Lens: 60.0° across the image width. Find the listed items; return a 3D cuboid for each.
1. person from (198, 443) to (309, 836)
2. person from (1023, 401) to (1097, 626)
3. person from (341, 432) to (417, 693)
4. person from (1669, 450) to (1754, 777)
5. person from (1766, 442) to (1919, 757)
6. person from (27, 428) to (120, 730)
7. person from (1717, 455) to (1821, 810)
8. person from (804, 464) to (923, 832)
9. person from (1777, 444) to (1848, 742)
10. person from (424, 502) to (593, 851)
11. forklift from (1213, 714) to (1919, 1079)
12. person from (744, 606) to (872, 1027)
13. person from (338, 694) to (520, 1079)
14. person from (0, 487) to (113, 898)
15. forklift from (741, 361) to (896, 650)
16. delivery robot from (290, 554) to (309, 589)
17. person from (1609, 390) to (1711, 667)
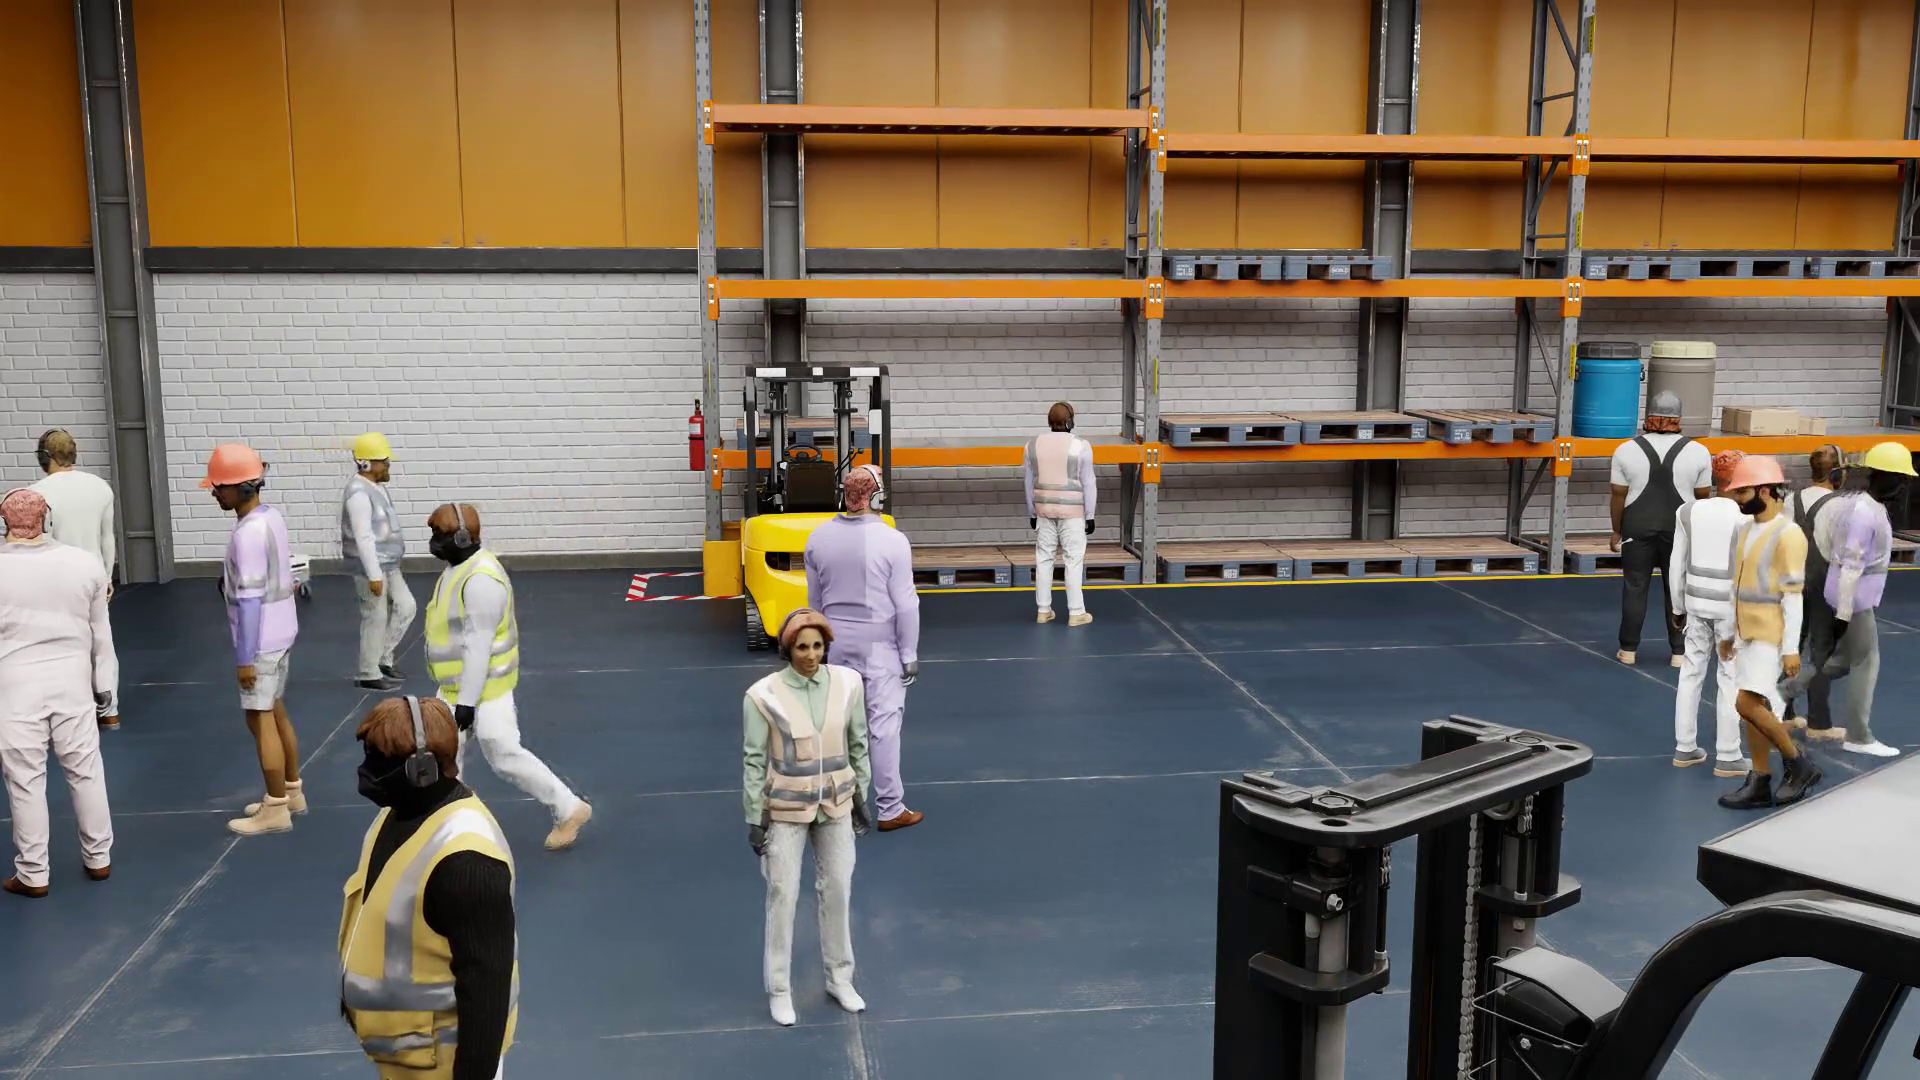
[{"bbox_3d":[-3.639,0.510,8.579,0.407,2.031,0.620,-2,9,-12],"label":"person"},{"bbox_3d":[0.838,-0.215,13.681,0.625,1.846,0.429,5,10,26],"label":"person"},{"bbox_3d":[-3.989,0.160,11.429,0.469,1.808,0.617,-1,9,-8],"label":"person"},{"bbox_3d":[4.387,0.417,9.605,0.340,1.882,0.586,-7,11,-35],"label":"person"},{"bbox_3d":[5.309,0.341,10.038,0.722,1.898,0.604,5,10,27],"label":"person"},{"bbox_3d":[-5.514,0.276,10.315,0.354,1.938,0.635,3,10,19],"label":"person"},{"bbox_3d":[4.313,0.506,8.948,0.444,1.917,0.574,0,9,0],"label":"person"},{"bbox_3d":[-0.480,0.560,8.648,0.640,1.908,0.409,5,10,27],"label":"person"},{"bbox_3d":[5.303,0.325,10.303,0.328,1.842,0.514,-4,10,-24],"label":"person"},{"bbox_3d":[-2.292,0.697,8.124,0.903,1.810,0.625,-6,11,-33],"label":"person"},{"bbox_3d":[1.441,1.425,2.350,1.214,2.155,2.313,-7,12,-39],"label":"forklift"},{"bbox_3d":[-0.592,1.054,6.427,0.524,1.631,0.317,-5,10,-28],"label":"person"},{"bbox_3d":[-1.353,1.294,4.266,0.430,1.843,0.626,-6,11,-34],"label":"person"},{"bbox_3d":[-4.300,0.701,7.763,0.401,1.907,0.648,8,12,40],"label":"person"},{"bbox_3d":[-1.154,-0.340,13.365,1.214,2.155,2.313,-1,9,-7],"label":"forklift"},{"bbox_3d":[-6.079,0.229,14.622,0.707,0.478,0.477,4,10,24],"label":"delivery robot"},{"bbox_3d":[5.154,-0.091,12.290,0.676,2.000,0.536,4,10,23],"label":"person"}]
